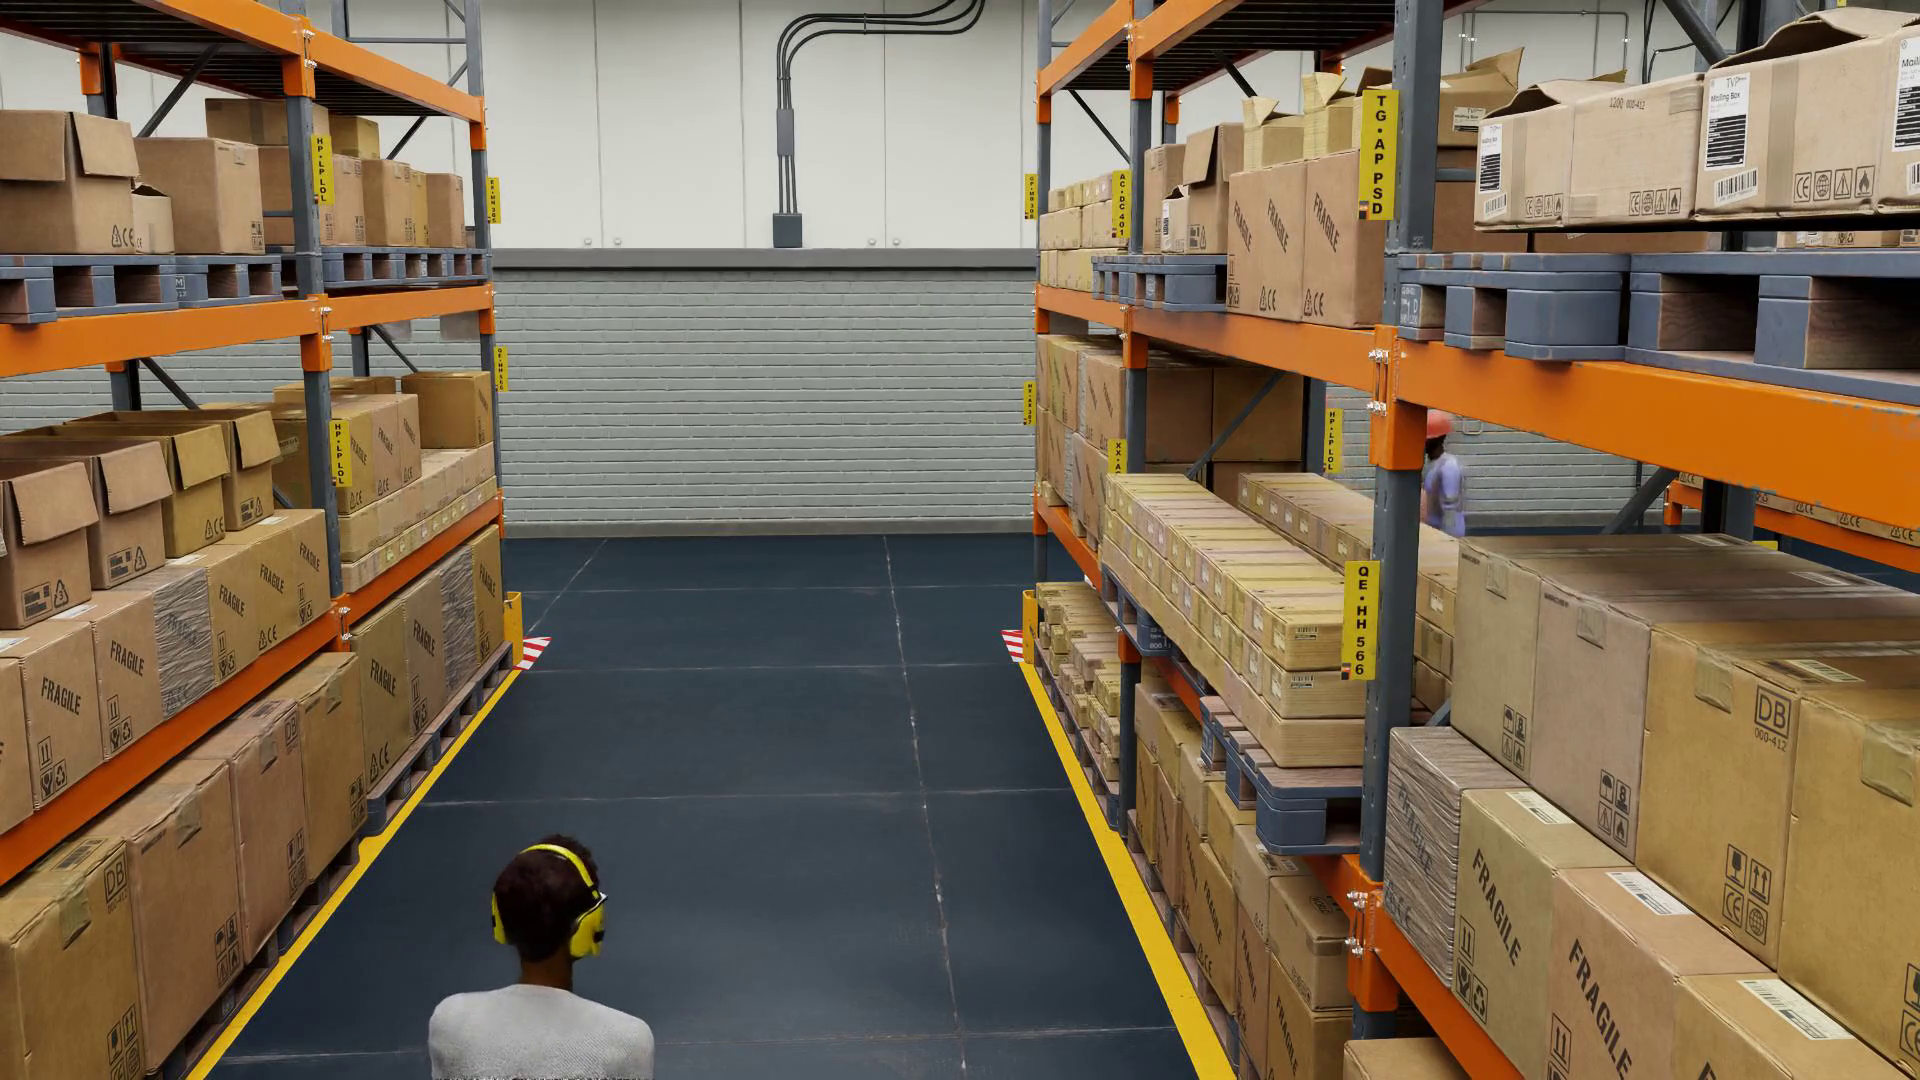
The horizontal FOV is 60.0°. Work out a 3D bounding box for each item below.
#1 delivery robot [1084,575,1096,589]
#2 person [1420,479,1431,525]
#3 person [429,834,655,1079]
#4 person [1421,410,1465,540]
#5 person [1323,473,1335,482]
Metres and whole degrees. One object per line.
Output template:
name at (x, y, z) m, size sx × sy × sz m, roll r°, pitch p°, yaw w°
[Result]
delivery robot at (1.356, 0.409, 13.631) m, size 0.477 × 0.478 × 0.707 m, roll -9°, pitch 13°, yaw -43°
person at (3.327, 0.165, 12.260) m, size 0.522 × 1.605 × 0.569 m, roll -2°, pitch 10°, yaw -12°
person at (-0.831, 1.528, 3.461) m, size 0.532 × 1.865 × 0.310 m, roll 2°, pitch 10°, yaw 12°
person at (3.574, -0.032, 12.499) m, size 0.477 × 1.912 × 0.562 m, roll -1°, pitch 10°, yaw -7°
person at (3.062, -0.306, 14.174) m, size 0.709 × 1.891 × 0.621 m, roll 7°, pitch 12°, yaw 37°
